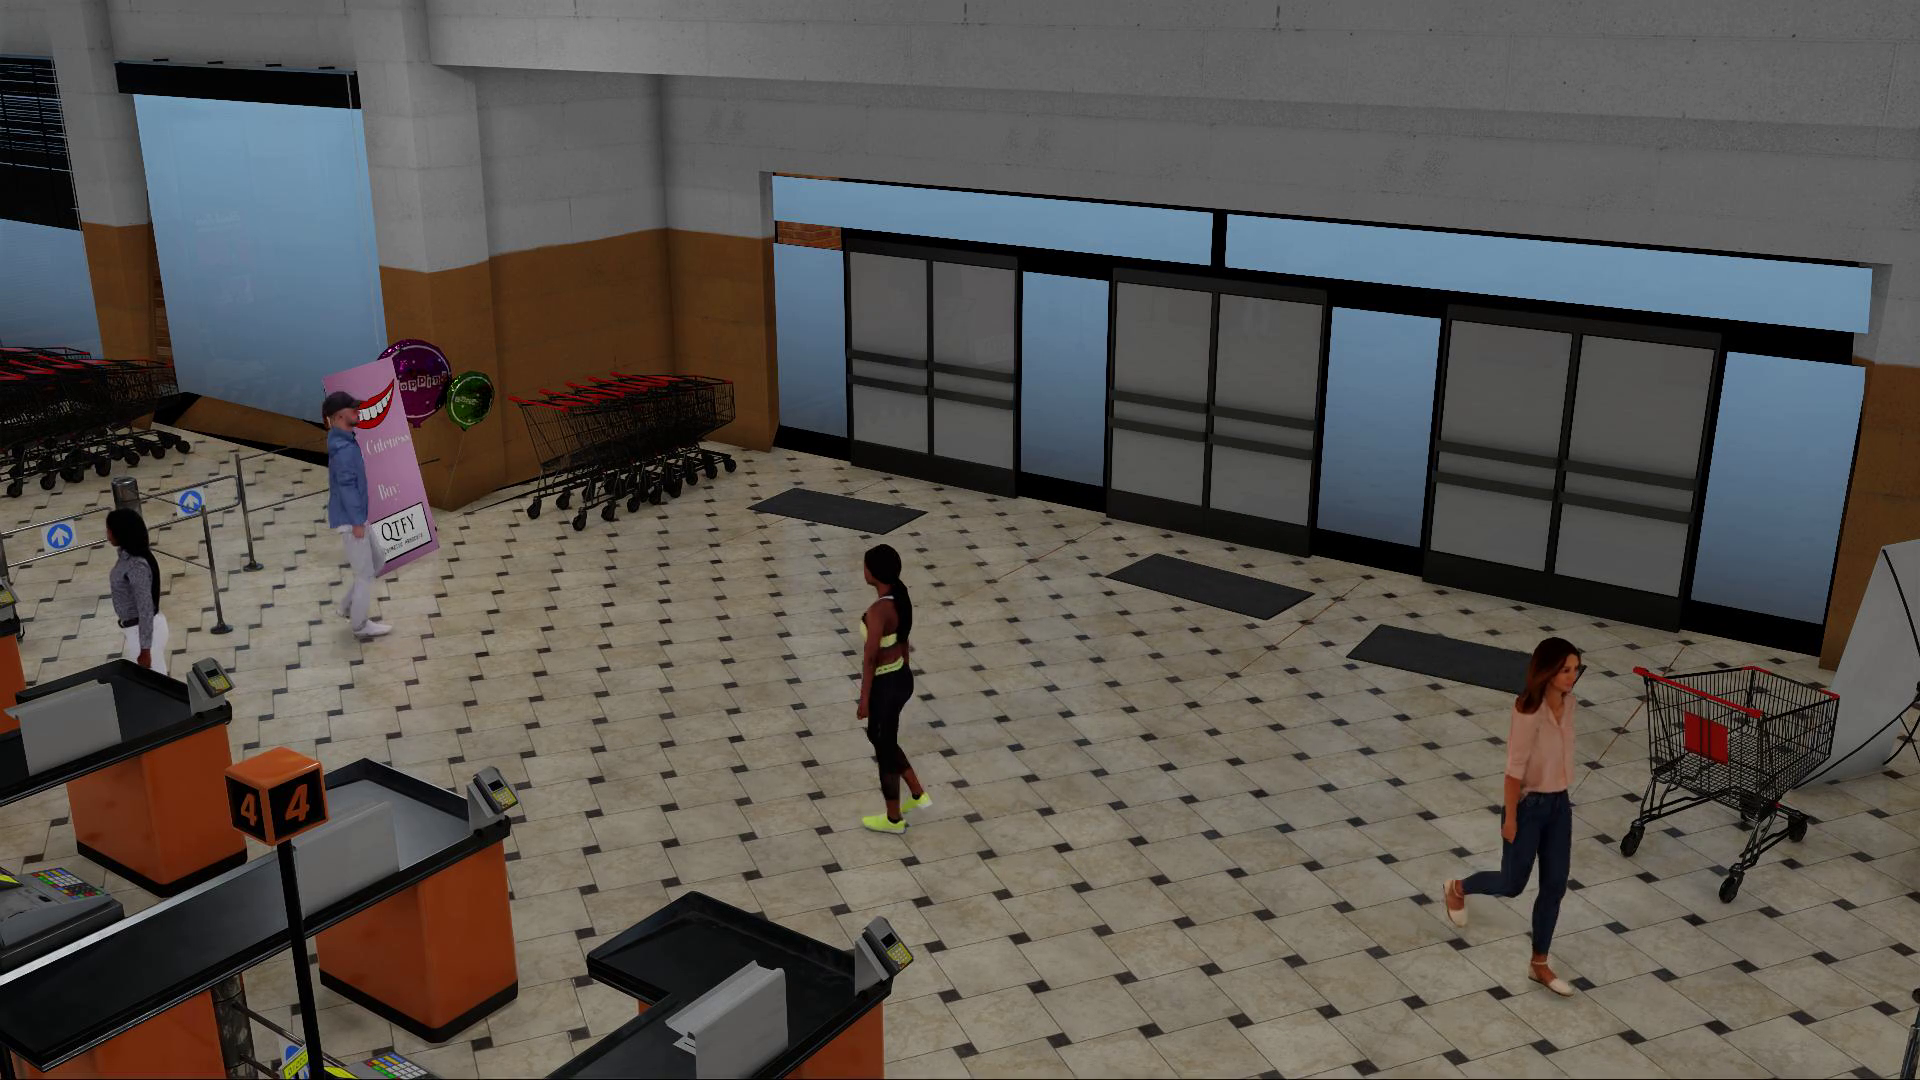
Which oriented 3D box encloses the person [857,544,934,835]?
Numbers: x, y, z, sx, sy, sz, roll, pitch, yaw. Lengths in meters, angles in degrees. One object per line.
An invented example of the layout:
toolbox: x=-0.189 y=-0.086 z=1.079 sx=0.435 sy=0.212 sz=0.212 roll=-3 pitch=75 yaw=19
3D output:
person: x=-0.322 y=0.878 z=9.363 sx=0.701 sy=1.744 sz=0.653 roll=7 pitch=20 yaw=20

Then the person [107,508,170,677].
person: x=-4.978 y=0.615 z=10.176 sx=0.662 sy=1.722 sz=0.664 roll=-10 pitch=21 yaw=-26

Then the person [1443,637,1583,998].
person: x=2.737 y=1.292 z=8.100 sx=1.063 sy=1.767 sz=0.943 roll=-11 pitch=21 yaw=-29

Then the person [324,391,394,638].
person: x=-4.570 y=-0.172 z=12.267 sx=0.816 sy=1.879 sz=0.787 roll=-8 pitch=20 yaw=-21
